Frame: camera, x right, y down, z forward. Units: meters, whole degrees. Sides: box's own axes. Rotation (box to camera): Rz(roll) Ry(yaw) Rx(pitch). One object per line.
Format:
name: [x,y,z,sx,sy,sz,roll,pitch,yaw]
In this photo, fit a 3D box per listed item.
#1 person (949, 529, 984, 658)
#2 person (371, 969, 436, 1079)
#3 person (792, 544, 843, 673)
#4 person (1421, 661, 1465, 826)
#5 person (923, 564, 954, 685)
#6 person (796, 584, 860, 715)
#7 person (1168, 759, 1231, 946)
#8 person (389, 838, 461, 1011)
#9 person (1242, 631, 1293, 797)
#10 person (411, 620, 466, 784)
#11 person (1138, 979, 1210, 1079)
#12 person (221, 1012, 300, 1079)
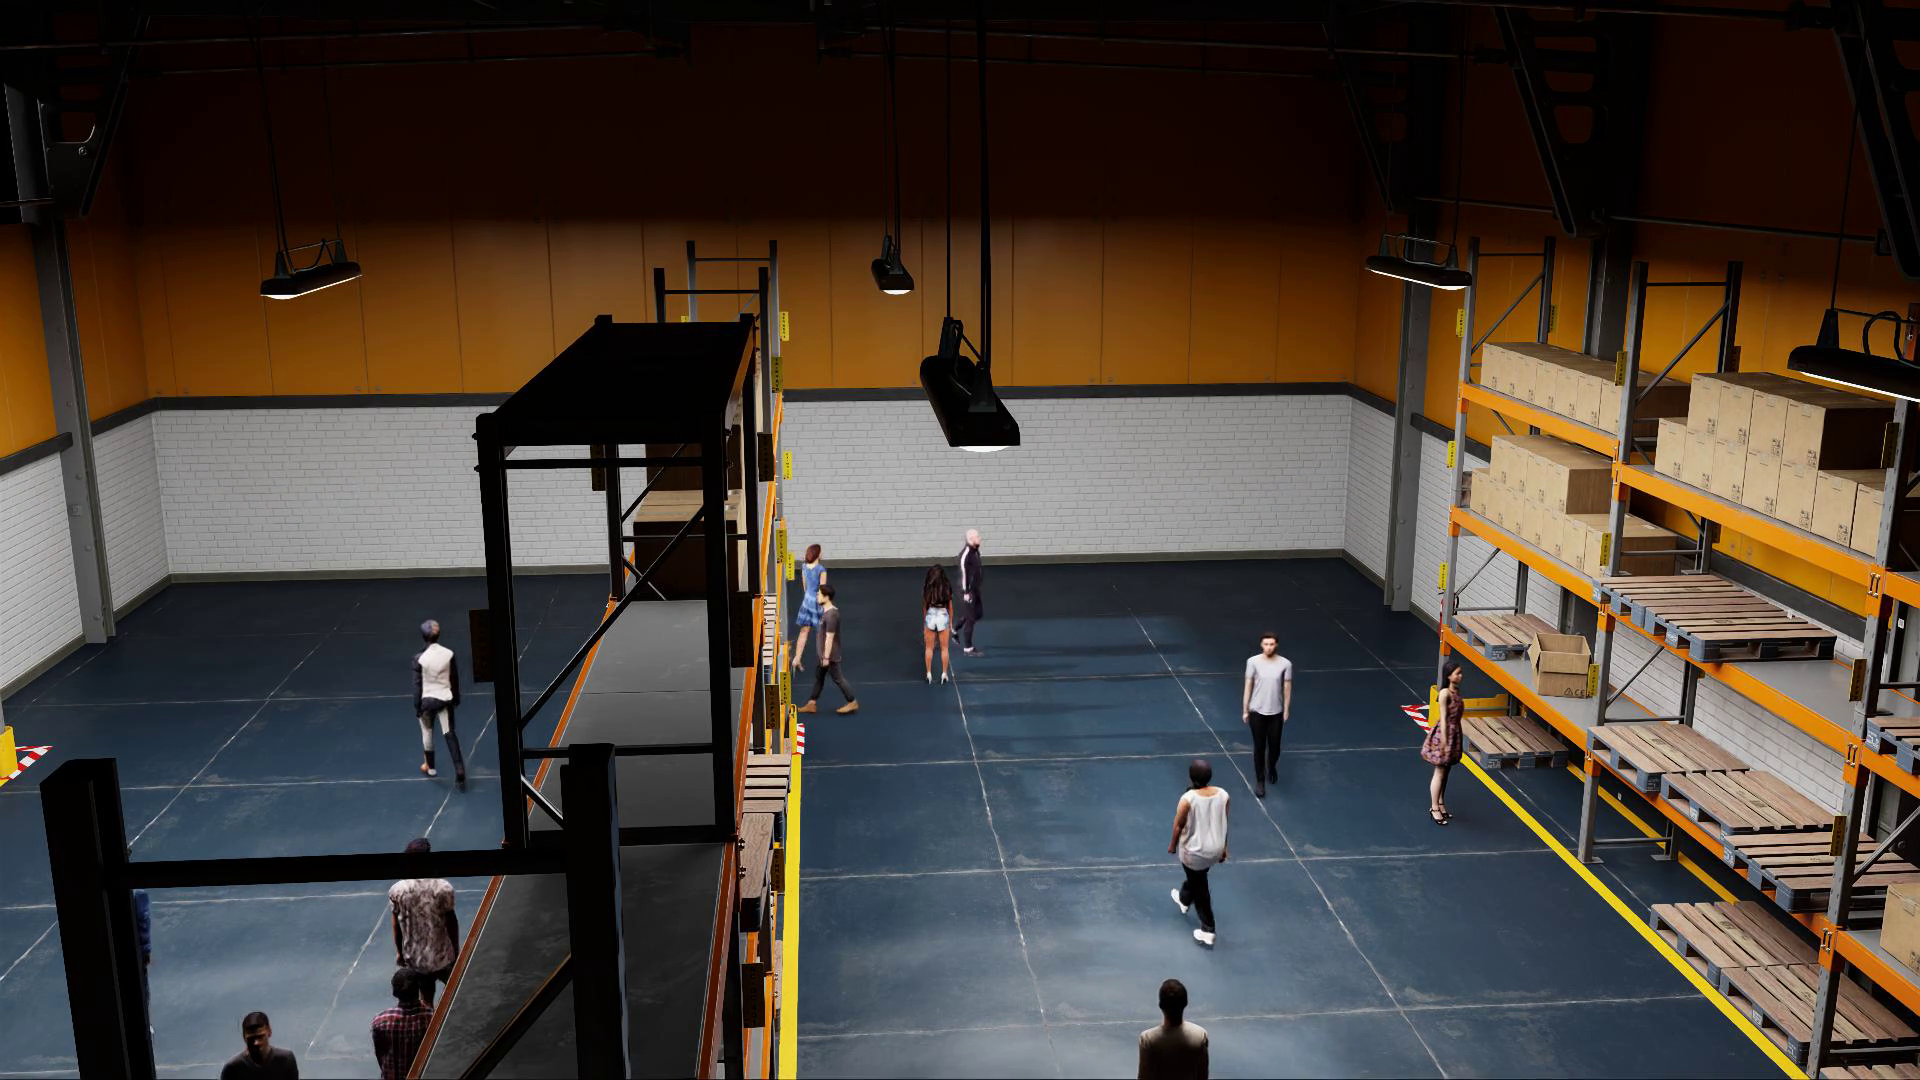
person: [0.034,0.738,23.320,0.939,1.820,0.931,5,14,20]
person: [-3.729,3.715,11.164,0.721,1.753,0.703,-1,14,-3]
person: [-2.013,0.968,22.503,1.107,1.755,1.215,10,17,35]
person: [5.168,2.135,17.648,0.864,1.773,0.795,9,16,33]
person: [-0.306,1.124,22.149,0.575,1.619,0.591,0,14,1]
person: [-1.563,1.401,20.879,0.766,1.680,1.003,-2,14,-10]
person: [2.193,2.837,15.030,0.938,1.640,1.197,-7,15,-27]
person: [-4.173,3.239,13.025,0.738,1.803,0.786,0,14,2]
person: [3.400,1.897,18.466,0.791,1.851,0.873,3,14,11]
person: [-5.832,1.848,18.646,1.061,1.860,1.271,-8,16,-31]
person: [1.399,3.741,10.942,0.670,1.808,0.579,-3,14,-11]
person: [-4.493,3.837,10.725,0.884,1.724,1.235,-6,15,-23]
